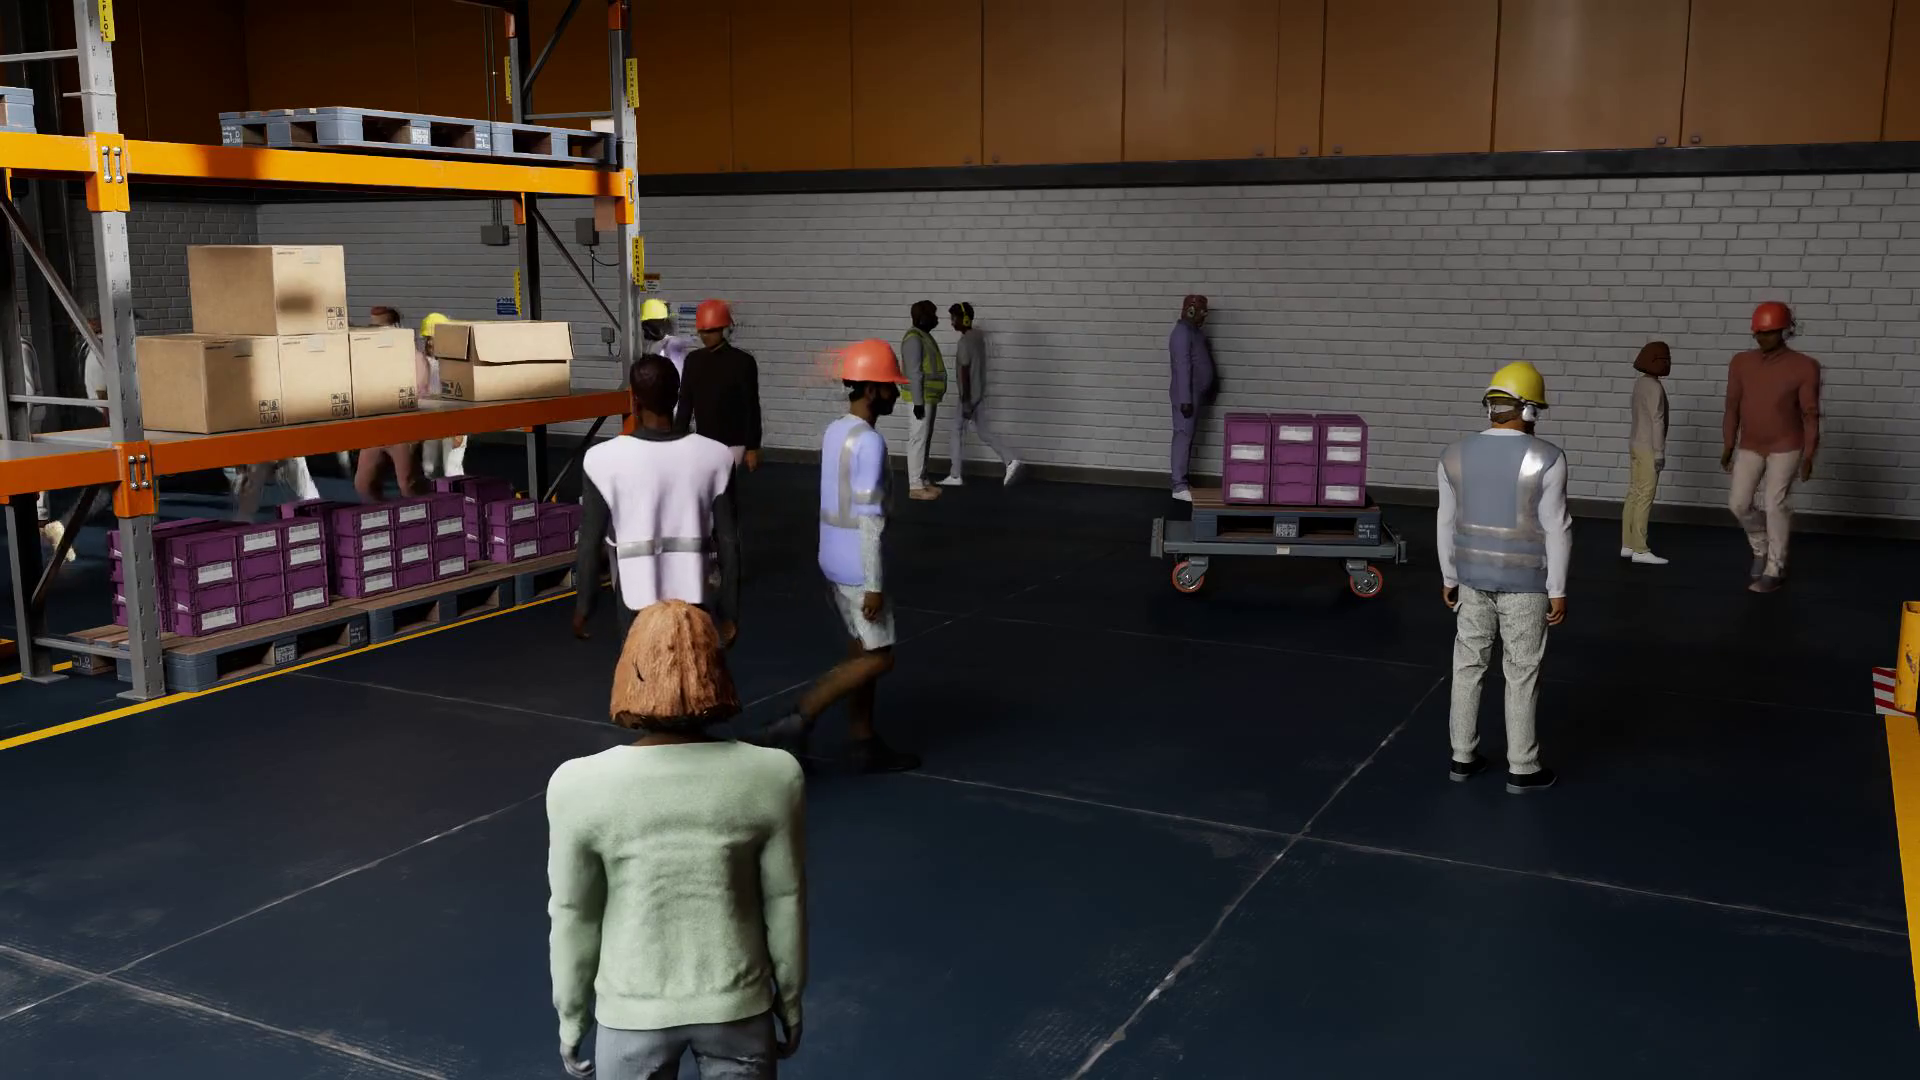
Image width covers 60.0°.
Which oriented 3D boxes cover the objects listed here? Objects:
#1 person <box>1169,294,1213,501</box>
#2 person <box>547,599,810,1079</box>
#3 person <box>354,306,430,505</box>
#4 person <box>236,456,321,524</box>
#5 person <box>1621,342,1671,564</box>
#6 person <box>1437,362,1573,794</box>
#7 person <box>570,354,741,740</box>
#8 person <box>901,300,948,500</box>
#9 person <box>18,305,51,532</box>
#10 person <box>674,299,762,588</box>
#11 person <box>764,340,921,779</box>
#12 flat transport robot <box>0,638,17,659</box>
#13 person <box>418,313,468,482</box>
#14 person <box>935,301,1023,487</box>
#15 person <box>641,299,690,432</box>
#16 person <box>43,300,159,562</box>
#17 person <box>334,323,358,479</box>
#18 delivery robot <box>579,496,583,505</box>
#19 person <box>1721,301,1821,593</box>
[{"bbox_3d":[2.137,-1.317,15.404,0.406,1.905,0.636,2,10,12],"label":"person"},{"bbox_3d":[-0.539,0.923,3.242,0.498,1.626,0.288,-2,10,-12],"label":"person"},{"bbox_3d":[-4.218,-0.774,12.285,0.671,1.886,0.588,5,11,26],"label":"person"},{"bbox_3d":[-5.319,-0.873,13.128,0.922,1.789,0.667,-4,10,-20],"label":"person"},{"bbox_3d":[5.094,-0.648,12.302,0.286,1.633,0.499,1,10,4],"label":"person"},{"bbox_3d":[2.320,0.161,7.077,0.589,1.822,0.403,10,14,44],"label":"person"},{"bbox_3d":[-1.201,0.226,6.489,0.611,1.904,0.626,-6,11,-29],"label":"person"},{"bbox_3d":[-0.332,-1.304,15.500,0.429,1.842,0.634,1,10,8],"label":"person"},{"bbox_3d":[-7.667,-0.997,13.590,0.354,1.887,0.572,-6,12,-32],"label":"person"},{"bbox_3d":[-1.677,-0.653,11.358,0.633,1.968,0.565,8,12,38],"label":"person"},{"bbox_3d":[-0.498,0.109,7.098,0.644,1.919,0.550,-4,11,-21],"label":"person"},{"bbox_3d":[-5.893,0.634,8.823,0.652,0.197,1.431,5,11,26],"label":"flat transport robot"},{"bbox_3d":[-4.208,-0.955,13.603,0.603,1.803,0.508,5,11,29],"label":"person"},{"bbox_3d":[0.176,-1.400,16.170,0.880,1.835,0.520,5,11,28],"label":"person"},{"bbox_3d":[-2.621,-1.146,14.501,0.990,1.874,0.611,-8,12,-37],"label":"person"},{"bbox_3d":[-6.192,-0.811,12.068,0.844,2.000,0.691,-6,12,-33],"label":"person"},{"bbox_3d":[-6.376,-1.566,16.842,0.577,1.897,0.687,6,12,33],"label":"person"},{"bbox_3d":[-2.557,-0.244,12.811,0.707,0.478,0.477,-5,11,-26],"label":"delivery robot"},{"bbox_3d":[5.439,-0.624,11.201,0.561,1.966,0.668,-7,12,-35],"label":"person"}]
